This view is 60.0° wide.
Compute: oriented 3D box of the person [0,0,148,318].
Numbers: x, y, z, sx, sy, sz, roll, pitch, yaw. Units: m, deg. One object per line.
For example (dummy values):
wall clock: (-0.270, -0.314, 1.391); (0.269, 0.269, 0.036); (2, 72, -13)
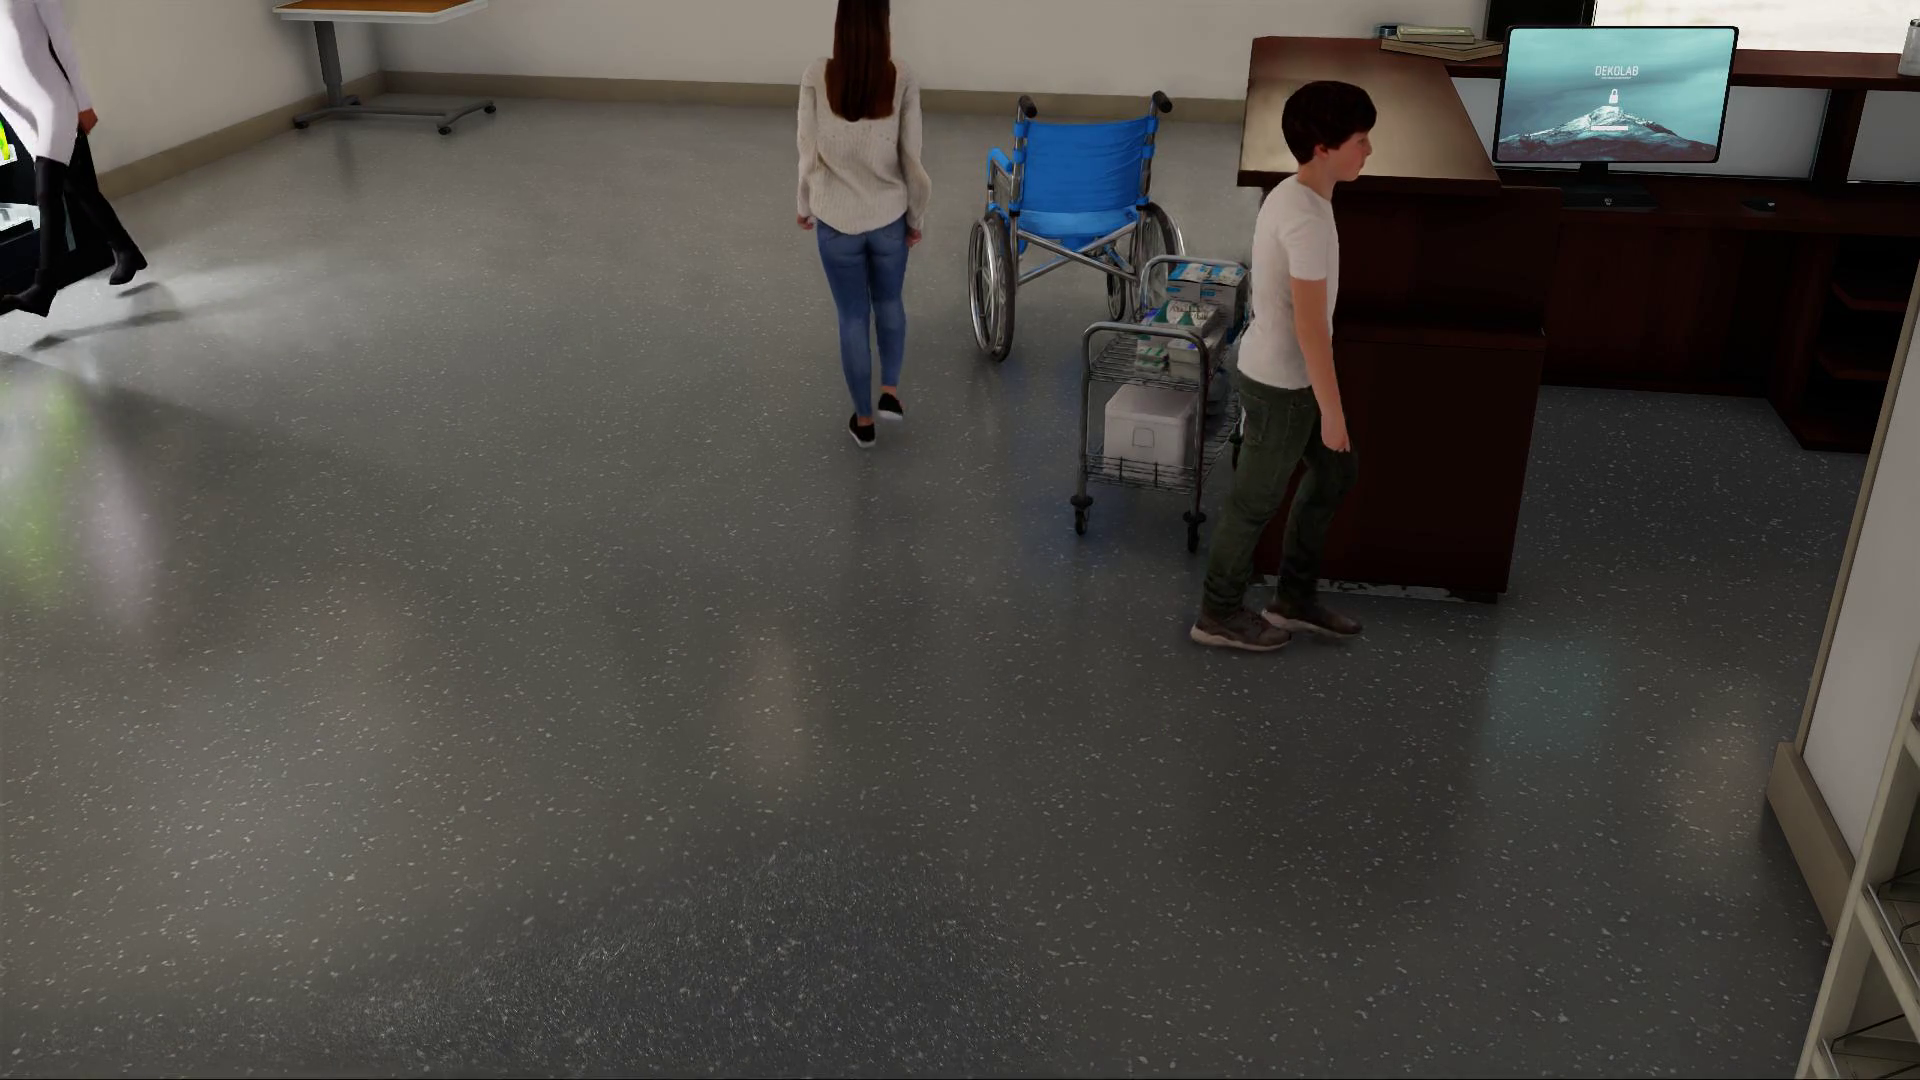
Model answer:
person: (-4.102, -1.925, 7.561); (0.610, 1.744, 1.214); (4, 26, 9)

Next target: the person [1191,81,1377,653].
person: (0.811, -0.429, 4.579); (0.665, 1.638, 0.649); (5, 26, 10)

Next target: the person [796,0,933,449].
person: (-0.338, -1.118, 5.964); (0.706, 1.677, 0.689); (-4, 26, -8)
